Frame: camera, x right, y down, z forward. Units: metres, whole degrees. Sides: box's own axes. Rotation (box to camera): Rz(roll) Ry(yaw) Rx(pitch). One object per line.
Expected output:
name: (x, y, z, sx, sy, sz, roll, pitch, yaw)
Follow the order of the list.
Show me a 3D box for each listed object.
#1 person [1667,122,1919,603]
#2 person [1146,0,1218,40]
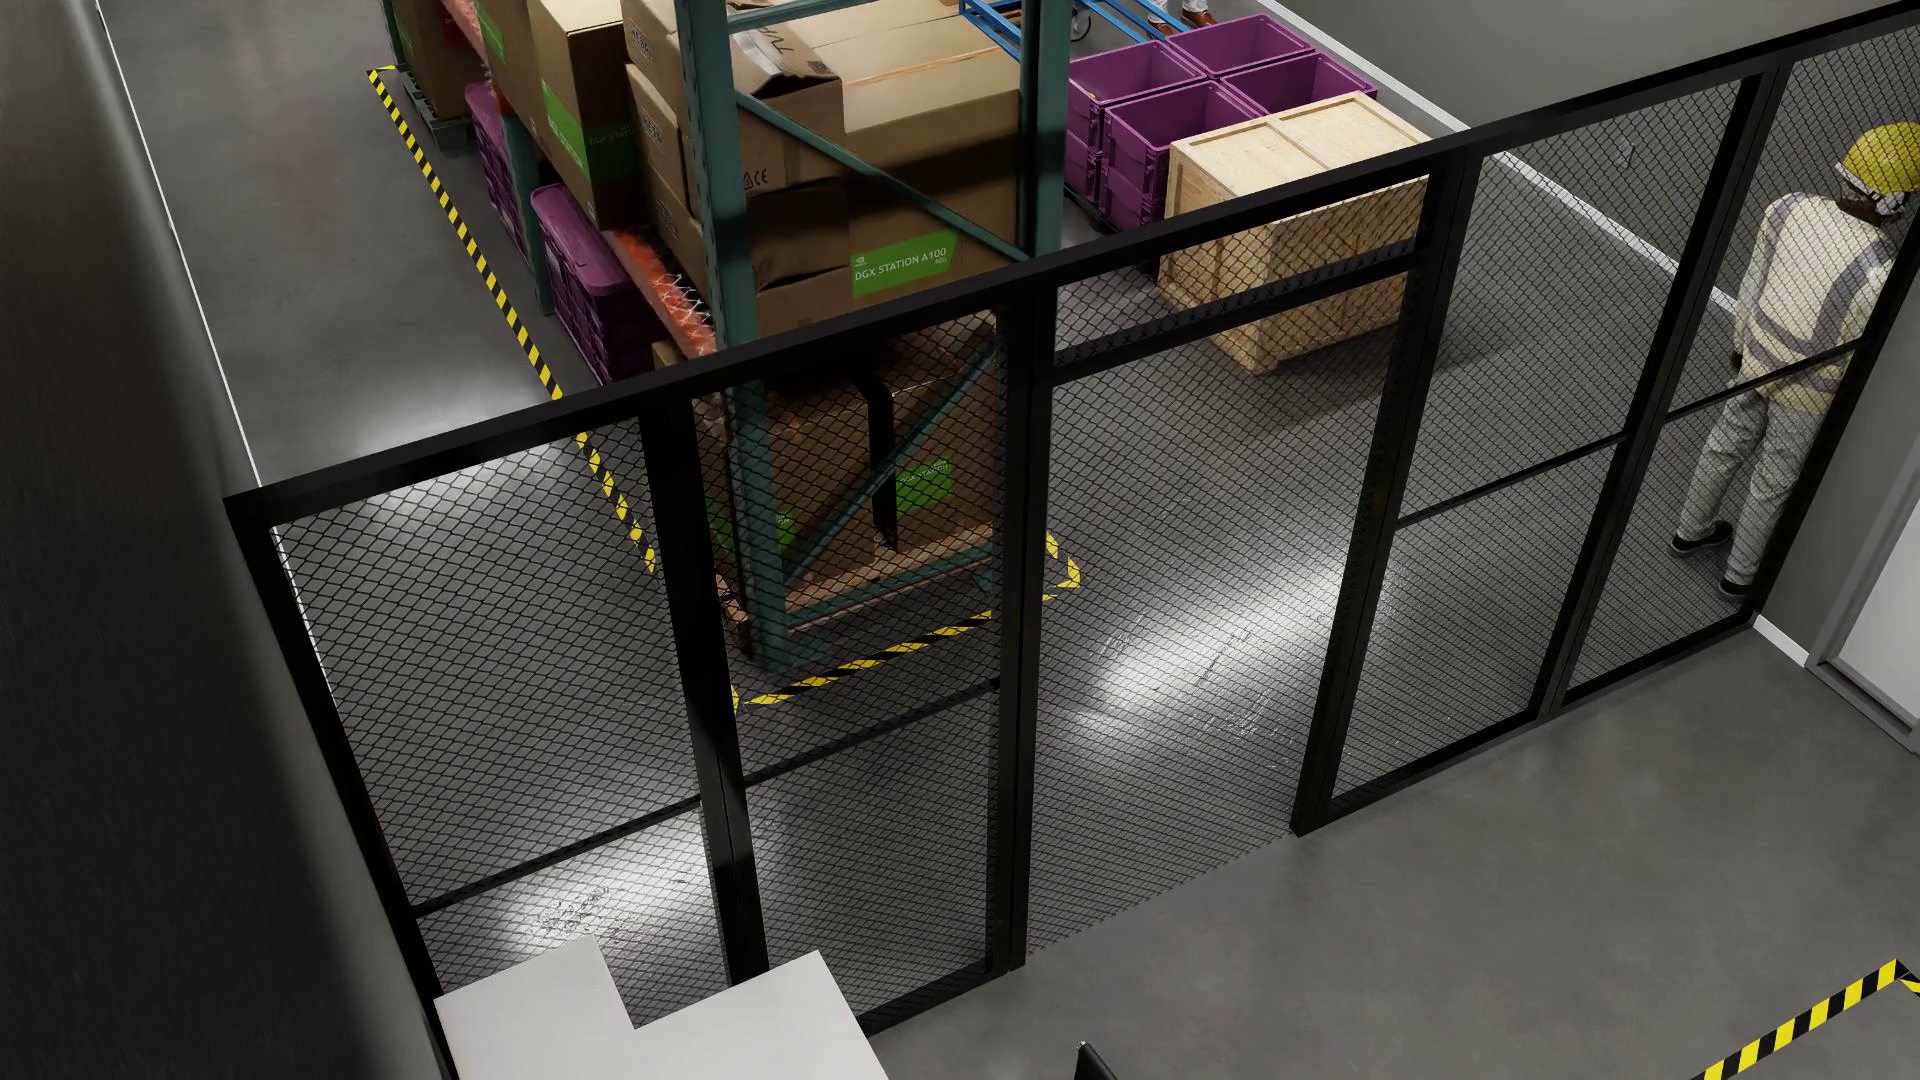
person: (2.858, -0.576, 5.652, 0.403, 1.834, 0.589, -14, 44, -15)
person: (1.278, -3.629, 8.916, 0.628, 1.940, 0.373, -21, 47, -22)
